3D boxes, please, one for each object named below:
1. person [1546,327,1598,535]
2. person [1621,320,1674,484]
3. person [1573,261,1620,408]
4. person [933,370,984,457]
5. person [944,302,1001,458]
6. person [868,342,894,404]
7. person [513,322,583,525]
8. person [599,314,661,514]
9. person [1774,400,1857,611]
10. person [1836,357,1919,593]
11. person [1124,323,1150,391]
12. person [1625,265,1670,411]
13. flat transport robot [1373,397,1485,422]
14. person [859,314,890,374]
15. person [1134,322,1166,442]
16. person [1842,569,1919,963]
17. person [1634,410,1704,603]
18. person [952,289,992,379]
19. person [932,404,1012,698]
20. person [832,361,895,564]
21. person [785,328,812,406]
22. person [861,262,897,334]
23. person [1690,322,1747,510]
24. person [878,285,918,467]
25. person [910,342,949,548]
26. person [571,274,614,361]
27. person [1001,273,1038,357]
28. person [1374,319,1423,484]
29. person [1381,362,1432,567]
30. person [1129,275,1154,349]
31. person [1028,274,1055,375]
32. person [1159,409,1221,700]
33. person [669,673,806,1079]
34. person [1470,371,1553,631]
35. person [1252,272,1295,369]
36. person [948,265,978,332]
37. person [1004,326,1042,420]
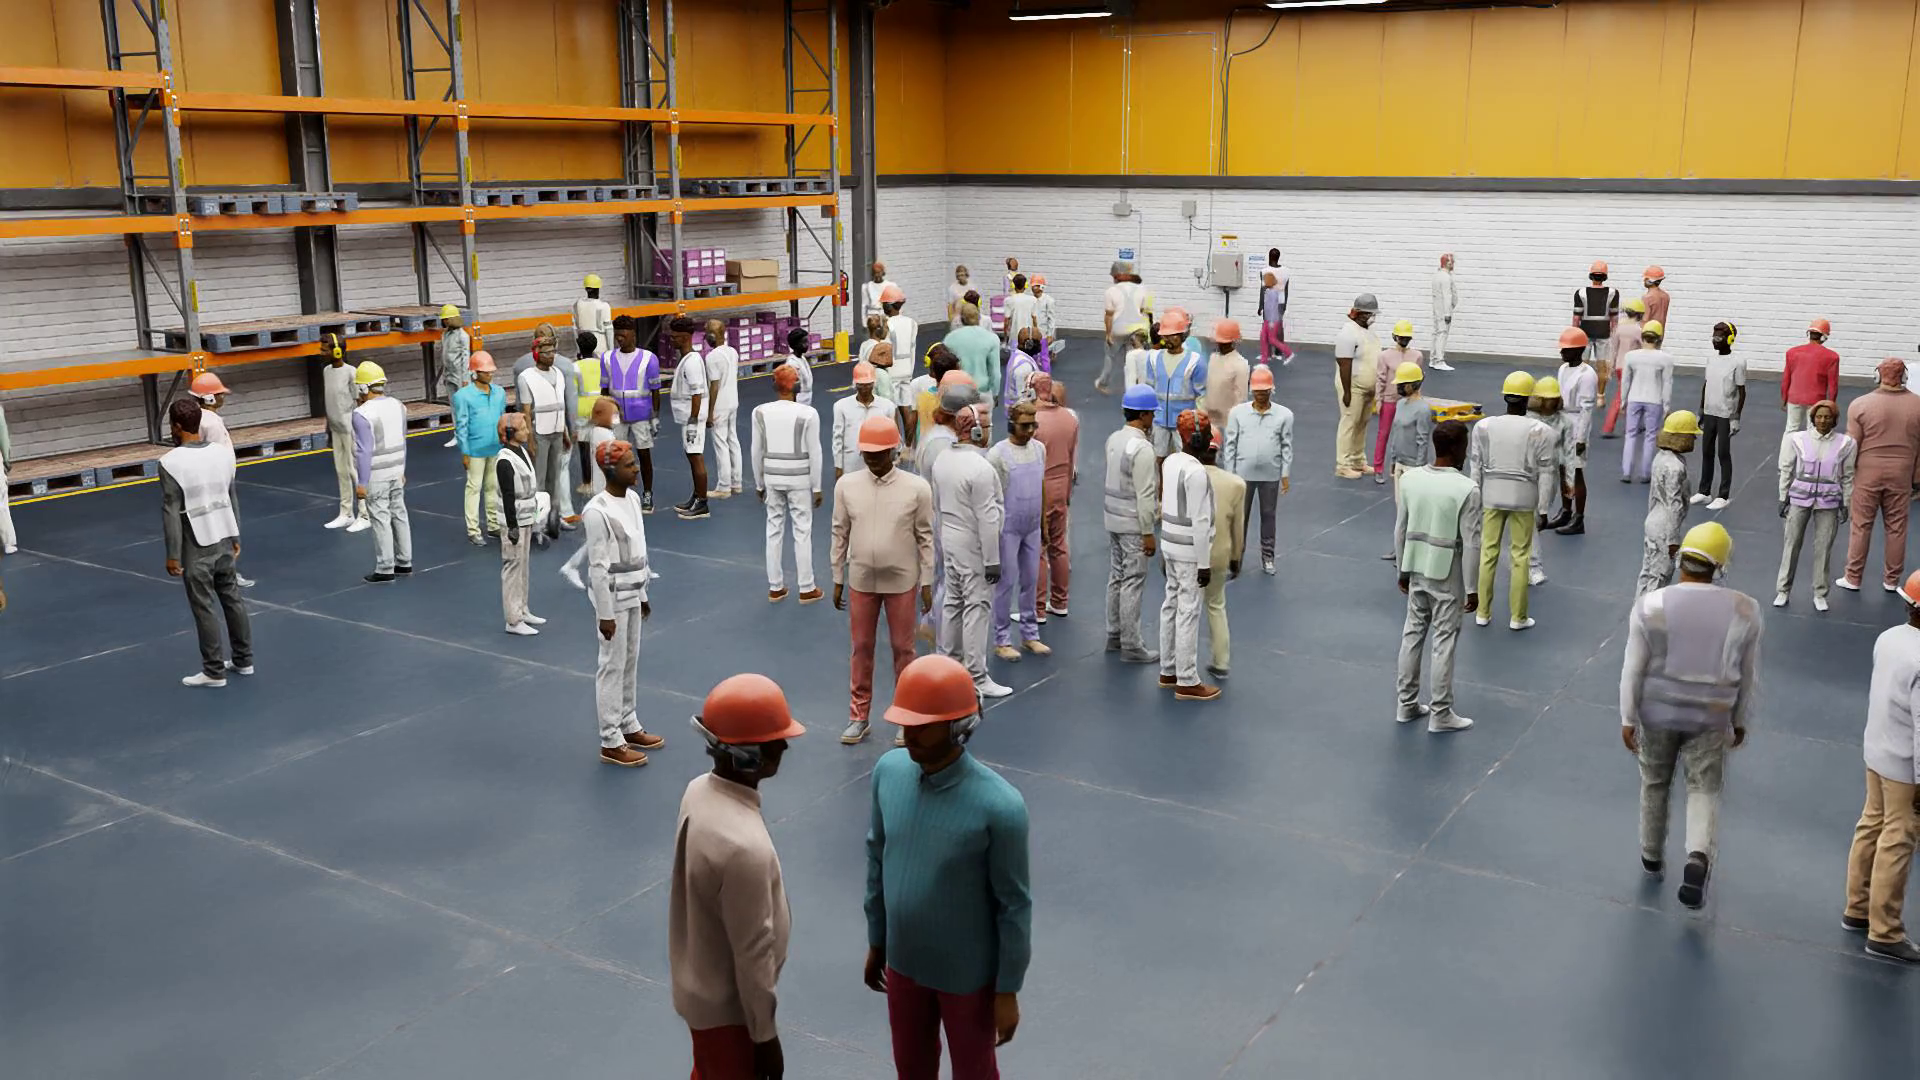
[{"bbox_3d":[5.650,-1.011,15.450,0.392,1.929,0.546,-2,13,-9],"label":"person"},{"bbox_3d":[7.338,-1.469,17.797,0.526,1.771,0.313,10,16,36],"label":"person"},{"bbox_3d":[8.852,-2.865,23.226,0.605,2.045,0.381,4,13,16],"label":"person"},{"bbox_3d":[-0.010,-0.300,12.353,0.382,1.929,0.542,3,13,15],"label":"person"},{"bbox_3d":[0.149,-1.660,18.304,0.644,1.904,0.758,2,13,7],"label":"person"},{"bbox_3d":[-0.785,-1.190,16.856,0.278,1.634,0.497,-4,14,-16],"label":"person"},{"bbox_3d":[-3.893,-1.084,15.733,0.629,1.939,0.371,4,14,17],"label":"person"},{"bbox_3d":[-3.232,-1.227,16.290,0.617,1.964,0.361,2,13,7],"label":"person"},{"bbox_3d":[6.608,-0.273,12.866,0.514,1.641,0.309,6,14,24],"label":"person"},{"bbox_3d":[7.397,-0.518,13.362,0.637,1.902,0.406,3,13,12],"label":"person"},{"bbox_3d":[1.875,-1.436,17.756,0.325,1.721,0.671,8,15,31],"label":"person"},{"bbox_3d":[9.538,-2.793,23.017,0.615,1.997,0.373,-10,17,-38],"label":"person"},{"bbox_3d":[6.271,-1.782,22.411,0.652,0.197,1.431,-10,17,-38],"label":"flat transport robot"},{"bbox_3d":[-0.906,-1.480,17.690,0.349,1.837,0.504,-7,15,-27],"label":"person"},{"bbox_3d":[1.949,-1.254,16.664,0.333,1.857,0.528,-12,18,-42],"label":"person"},{"bbox_3d":[4.165,0.955,7.290,0.341,1.752,0.563,2,13,9],"label":"person"},{"bbox_3d":[4.964,-0.046,11.657,0.324,1.742,0.492,2,13,9],"label":"person"},{"bbox_3d":[0.153,-2.164,20.597,0.510,1.860,0.333,0,13,-1],"label":"person"},{"bbox_3d":[0.089,0.068,10.804,0.406,1.910,0.639,-7,15,-29],"label":"person"},{"bbox_3d":[-0.819,-0.665,14.321,0.559,1.752,0.326,-3,13,-12],"label":"person"},{"bbox_3d":[-1.722,-1.398,17.623,0.321,1.696,0.536,1,13,6],"label":"person"},{"bbox_3d":[-1.257,-3.423,26.039,0.589,1.864,0.652,0,13,-1],"label":"person"},{"bbox_3d":[7.545,-1.235,16.541,0.310,1.868,0.533,-5,14,-20],"label":"person"},{"bbox_3d":[-0.750,-1.853,18.835,0.375,2.047,0.605,10,16,37],"label":"person"},{"bbox_3d":[-0.207,-0.834,14.813,0.532,1.864,0.321,-10,16,-36],"label":"person"},{"bbox_3d":[-4.879,-2.573,22.212,0.585,1.929,0.371,4,14,16],"label":"person"},{"bbox_3d":[0.838,-2.801,23.348,0.519,1.865,0.328,-2,13,-10],"label":"person"},{"bbox_3d":[4.701,-1.477,17.815,0.528,1.767,0.330,-3,13,-11],"label":"person"},{"bbox_3d":[3.827,-0.646,14.235,0.345,1.758,0.532,-3,13,-12],"label":"person"},{"bbox_3d":[2.729,-3.284,25.862,0.549,1.666,0.568,4,14,16],"label":"person"},{"bbox_3d":[1.156,-3.090,24.837,0.575,1.749,0.335,12,18,43],"label":"person"},{"bbox_3d":[1.481,0.092,10.757,0.356,1.882,0.572,-4,13,-15],"label":"person"},{"bbox_3d":[-0.657,1.362,5.030,0.425,1.984,0.618,-4,14,-18],"label":"person"},{"bbox_3d":[4.060,-0.285,12.291,0.587,1.927,0.364,8,15,30],"label":"person"},{"bbox_3d":[5.199,-3.611,27.406,0.624,1.604,0.507,-2,13,-8],"label":"person"},{"bbox_3d":[0.040,-3.415,26.128,0.523,1.801,0.633,-4,13,-16],"label":"person"},{"bbox_3d":[0.652,-1.186,16.416,0.429,1.837,0.624,0,13,-2],"label":"person"}]
